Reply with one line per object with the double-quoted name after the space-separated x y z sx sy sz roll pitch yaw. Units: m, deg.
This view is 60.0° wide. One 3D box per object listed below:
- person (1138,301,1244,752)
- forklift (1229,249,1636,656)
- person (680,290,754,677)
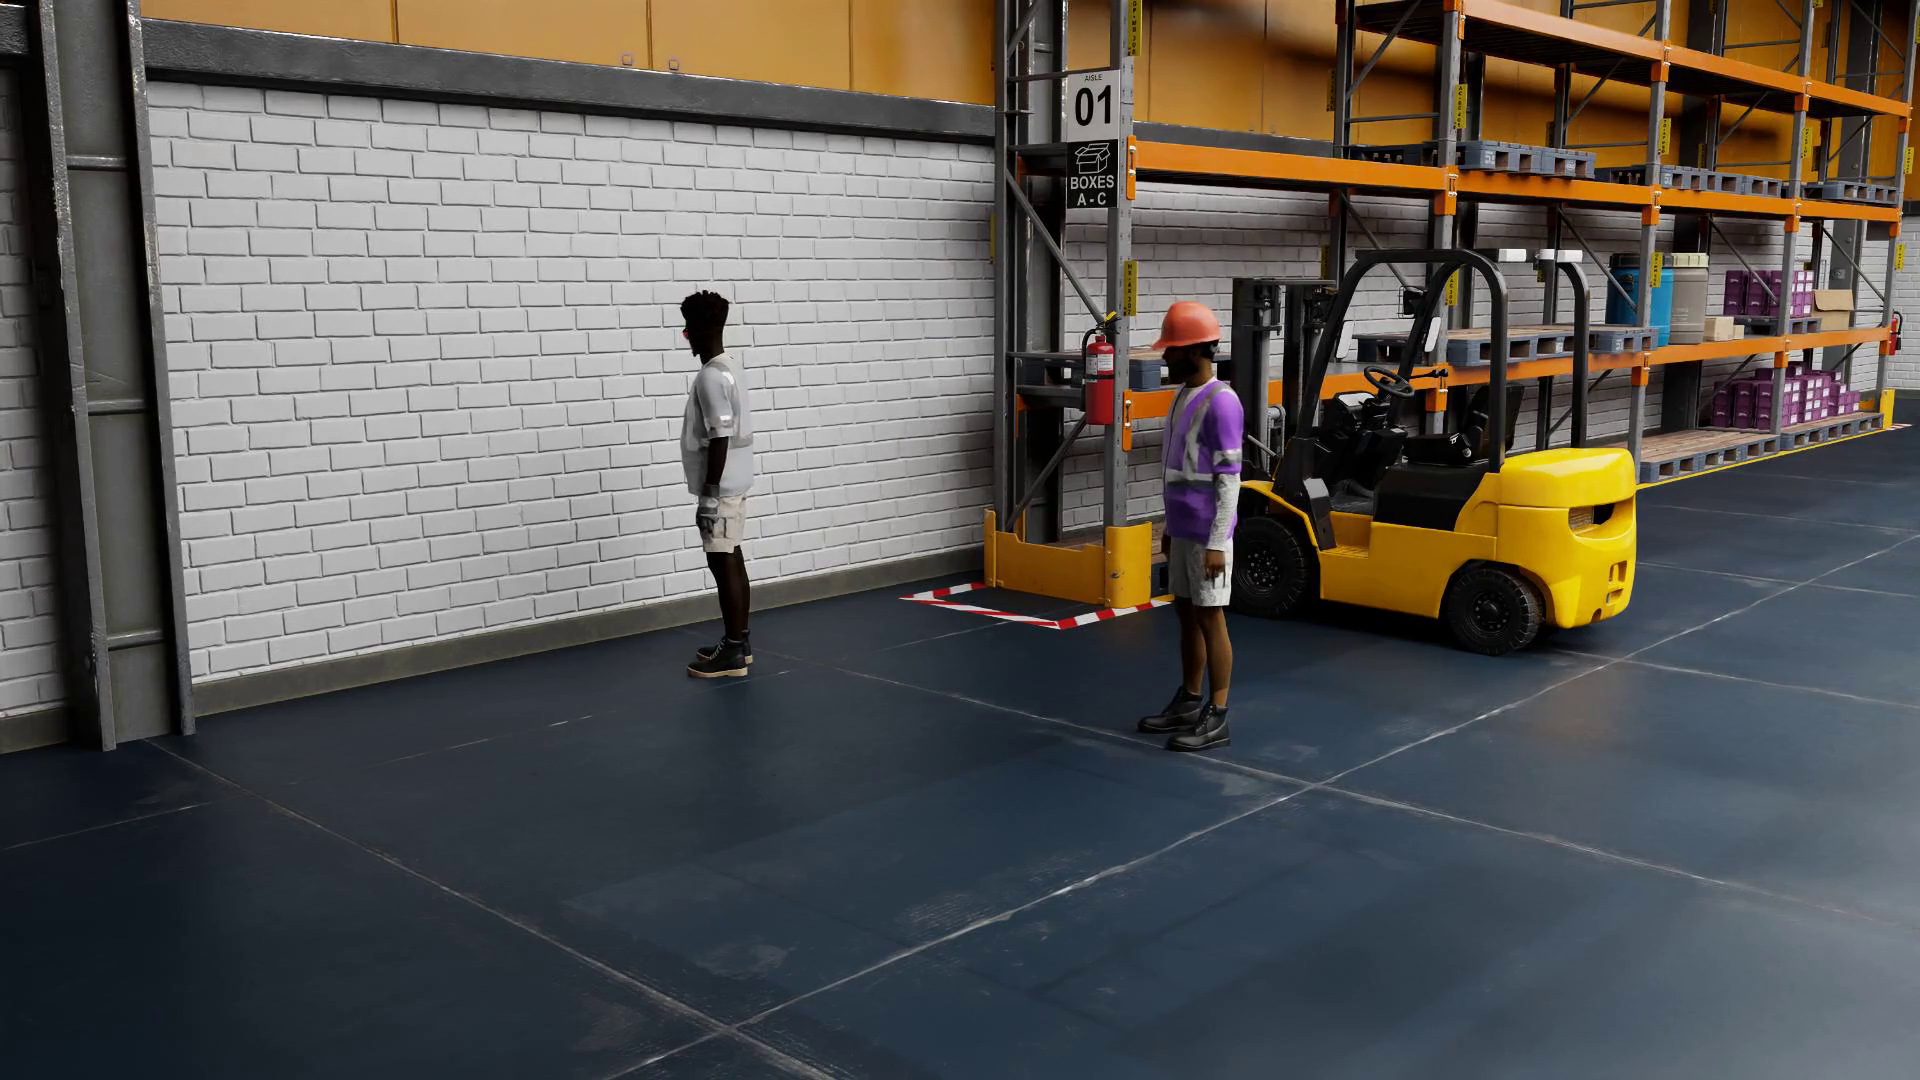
1.001 -0.054 7.176 0.376 1.932 0.543 -2 10 -14 "person"
2.710 -0.584 9.626 2.313 2.155 1.214 9 13 43 "forklift"
-1.239 -0.284 8.483 0.362 1.962 0.614 0 9 2 "person"
